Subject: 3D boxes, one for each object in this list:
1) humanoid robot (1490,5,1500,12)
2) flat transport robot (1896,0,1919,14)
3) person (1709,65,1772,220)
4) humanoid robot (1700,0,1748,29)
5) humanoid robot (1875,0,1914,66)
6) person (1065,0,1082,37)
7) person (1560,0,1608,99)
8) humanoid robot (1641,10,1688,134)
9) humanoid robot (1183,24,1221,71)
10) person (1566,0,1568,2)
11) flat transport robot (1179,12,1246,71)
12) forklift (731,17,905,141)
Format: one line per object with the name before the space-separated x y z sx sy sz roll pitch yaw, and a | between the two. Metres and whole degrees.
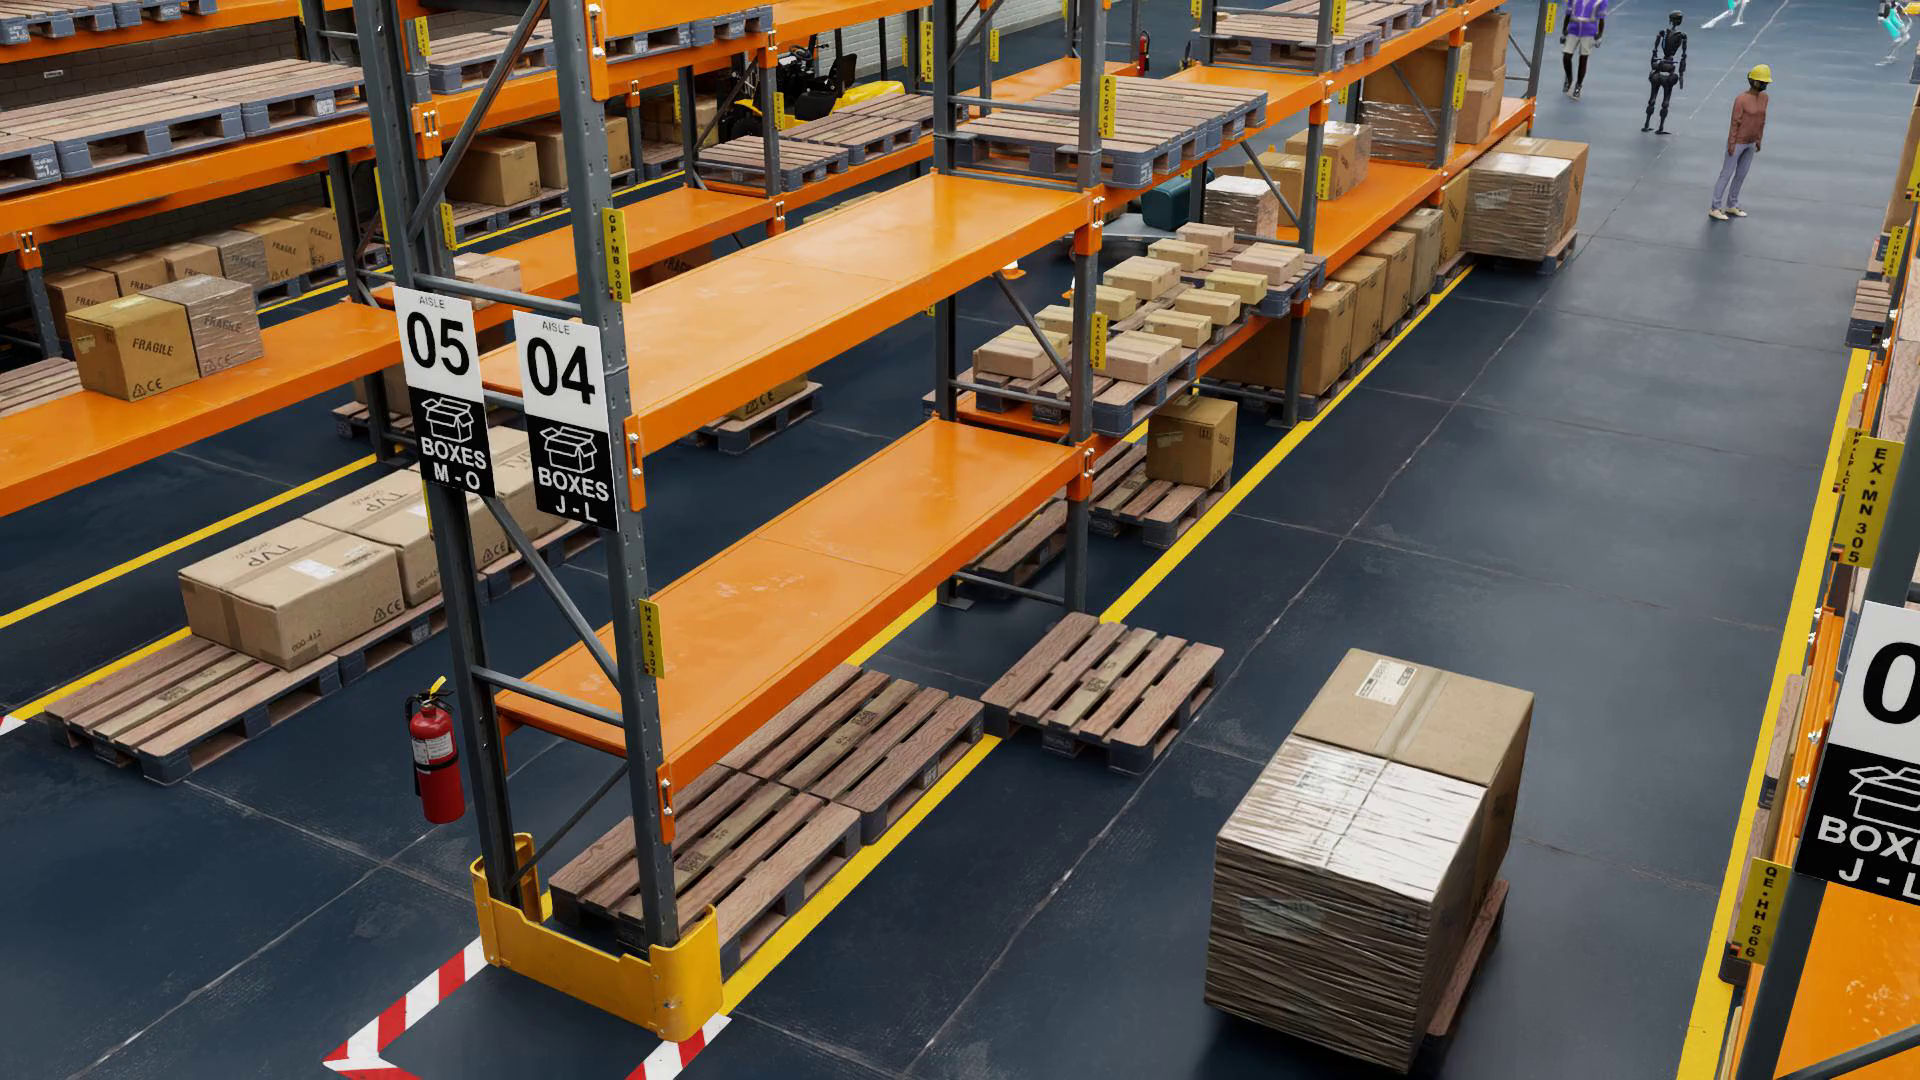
humanoid robot | 8.698 -8.609 27.609 0.612 1.636 0.417 16 30 30
flat transport robot | 19.788 -10.939 34.071 0.659 0.231 1.431 17 31 32
person | 9.030 -4.570 19.124 0.519 1.758 0.339 -13 29 -25
humanoid robot | 14.790 -10.571 31.679 1.041 1.760 0.549 0 26 0
humanoid robot | 15.893 -8.939 28.232 0.539 1.757 0.769 -20 32 -36
person | 2.183 -10.434 31.152 0.749 1.887 0.837 21 33 37
person | 9.579 -7.794 25.599 0.640 1.945 0.434 14 29 26
humanoid robot | 9.915 -6.582 23.377 0.315 1.659 0.599 -12 28 -24
humanoid robot | 3.284 -6.243 22.696 0.585 1.639 0.505 14 29 27
person | 13.093 -12.382 35.131 0.443 1.947 0.636 0 26 1
flat transport robot | 4.428 -7.999 27.963 1.431 0.231 0.659 2 26 3
forklift | -1.819 -5.975 21.543 2.313 2.155 1.214 14 29 26
